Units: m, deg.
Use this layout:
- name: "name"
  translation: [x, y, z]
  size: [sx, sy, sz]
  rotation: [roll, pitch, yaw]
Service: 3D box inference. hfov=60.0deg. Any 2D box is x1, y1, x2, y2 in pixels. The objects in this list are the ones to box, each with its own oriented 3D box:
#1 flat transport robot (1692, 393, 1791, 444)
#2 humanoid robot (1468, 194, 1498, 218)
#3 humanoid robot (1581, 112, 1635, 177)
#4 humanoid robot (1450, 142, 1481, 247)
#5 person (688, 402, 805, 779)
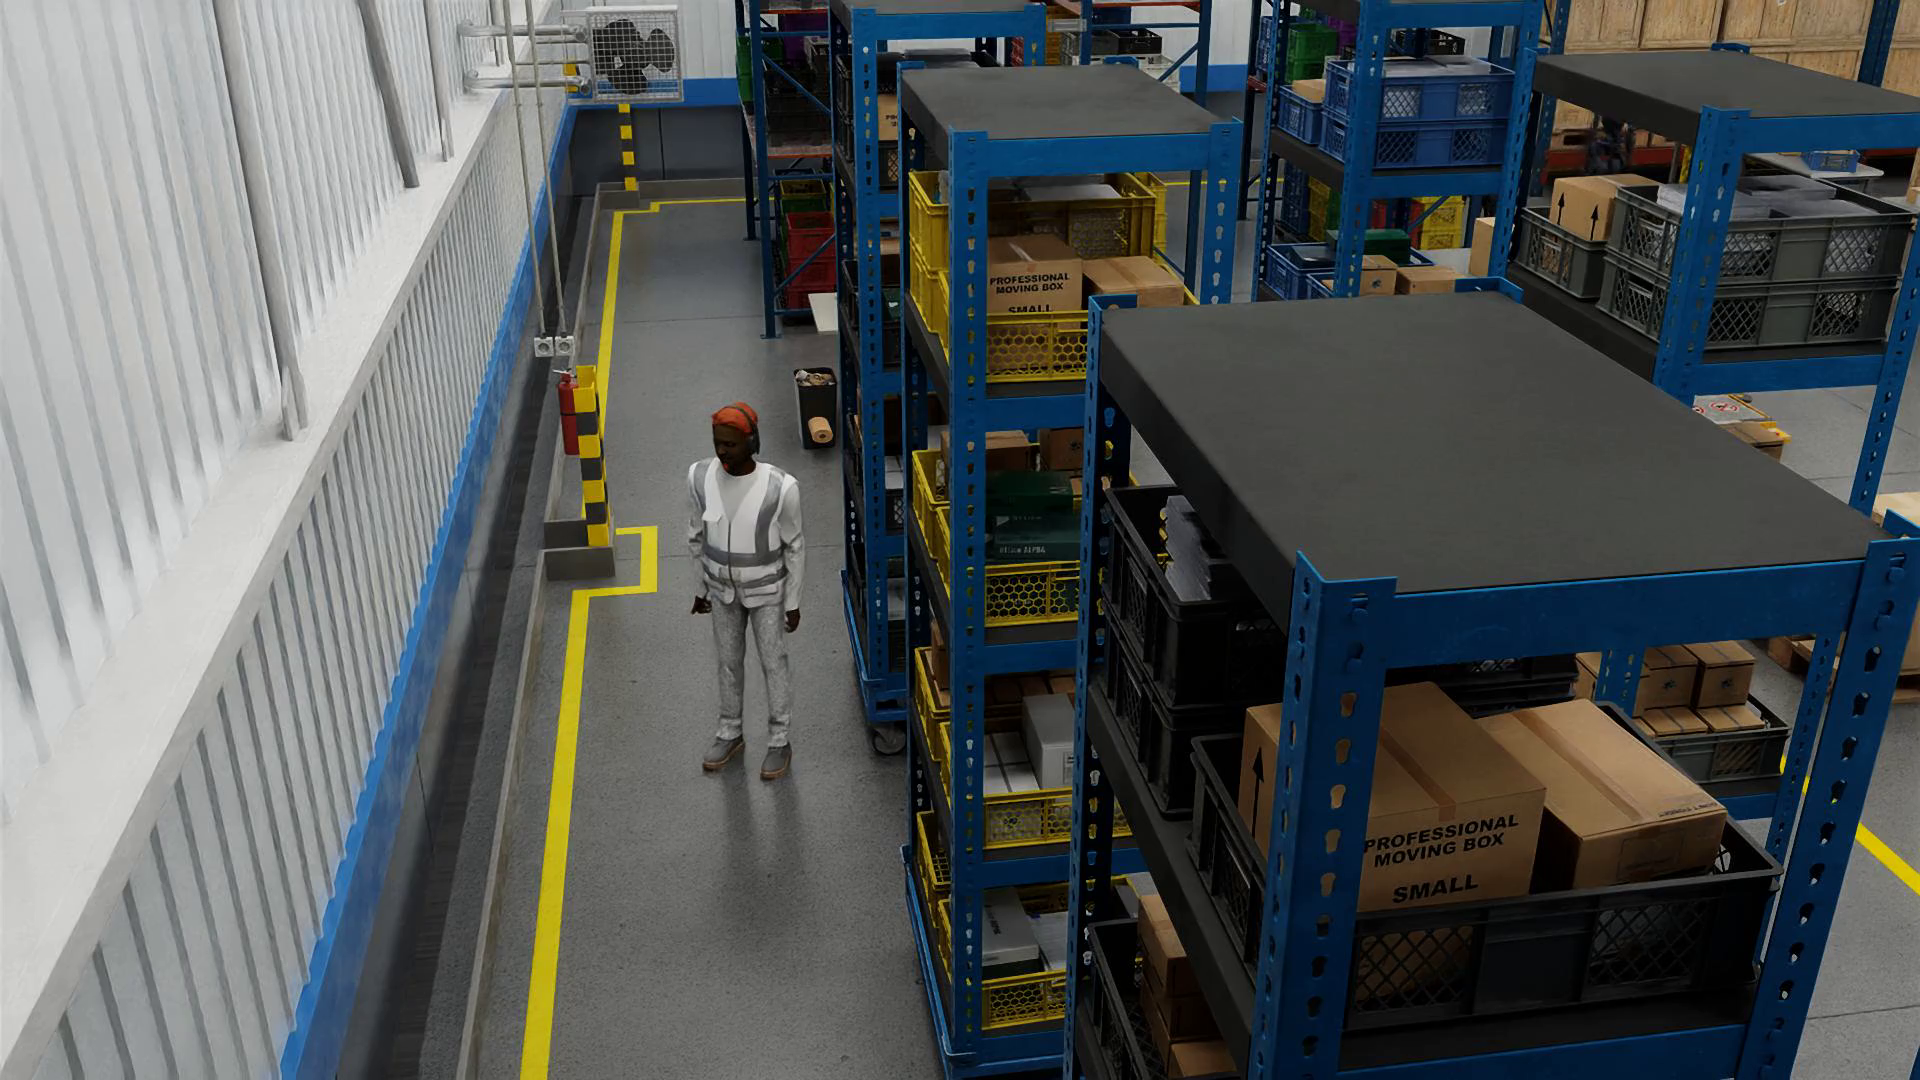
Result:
- name: "flat transport robot"
  translation: [5.224, -0.859, 12.132]
  size: [1.431, 0.197, 0.652]
  rotation: [-4, 25, -8]
- name: "humanoid robot"
  translation: [5.134, -3.452, 16.116]
  size: [0.349, 1.651, 0.565]
  rotation: [-8, 26, -17]
- name: "humanoid robot"
  translation: [6.758, -4.030, 17.393]
  size: [0.591, 1.644, 0.486]
  rotation: [-10, 27, -21]
- name: "humanoid robot"
  translation: [5.117, -3.634, 16.509]
  size: [0.582, 1.651, 0.338]
  rotation: [-13, 28, -26]
- name: "person"
  translation: [-1.004, 0.246, 7.832]
  size: [0.573, 1.882, 0.360]
  rotation: [8, 26, 17]
